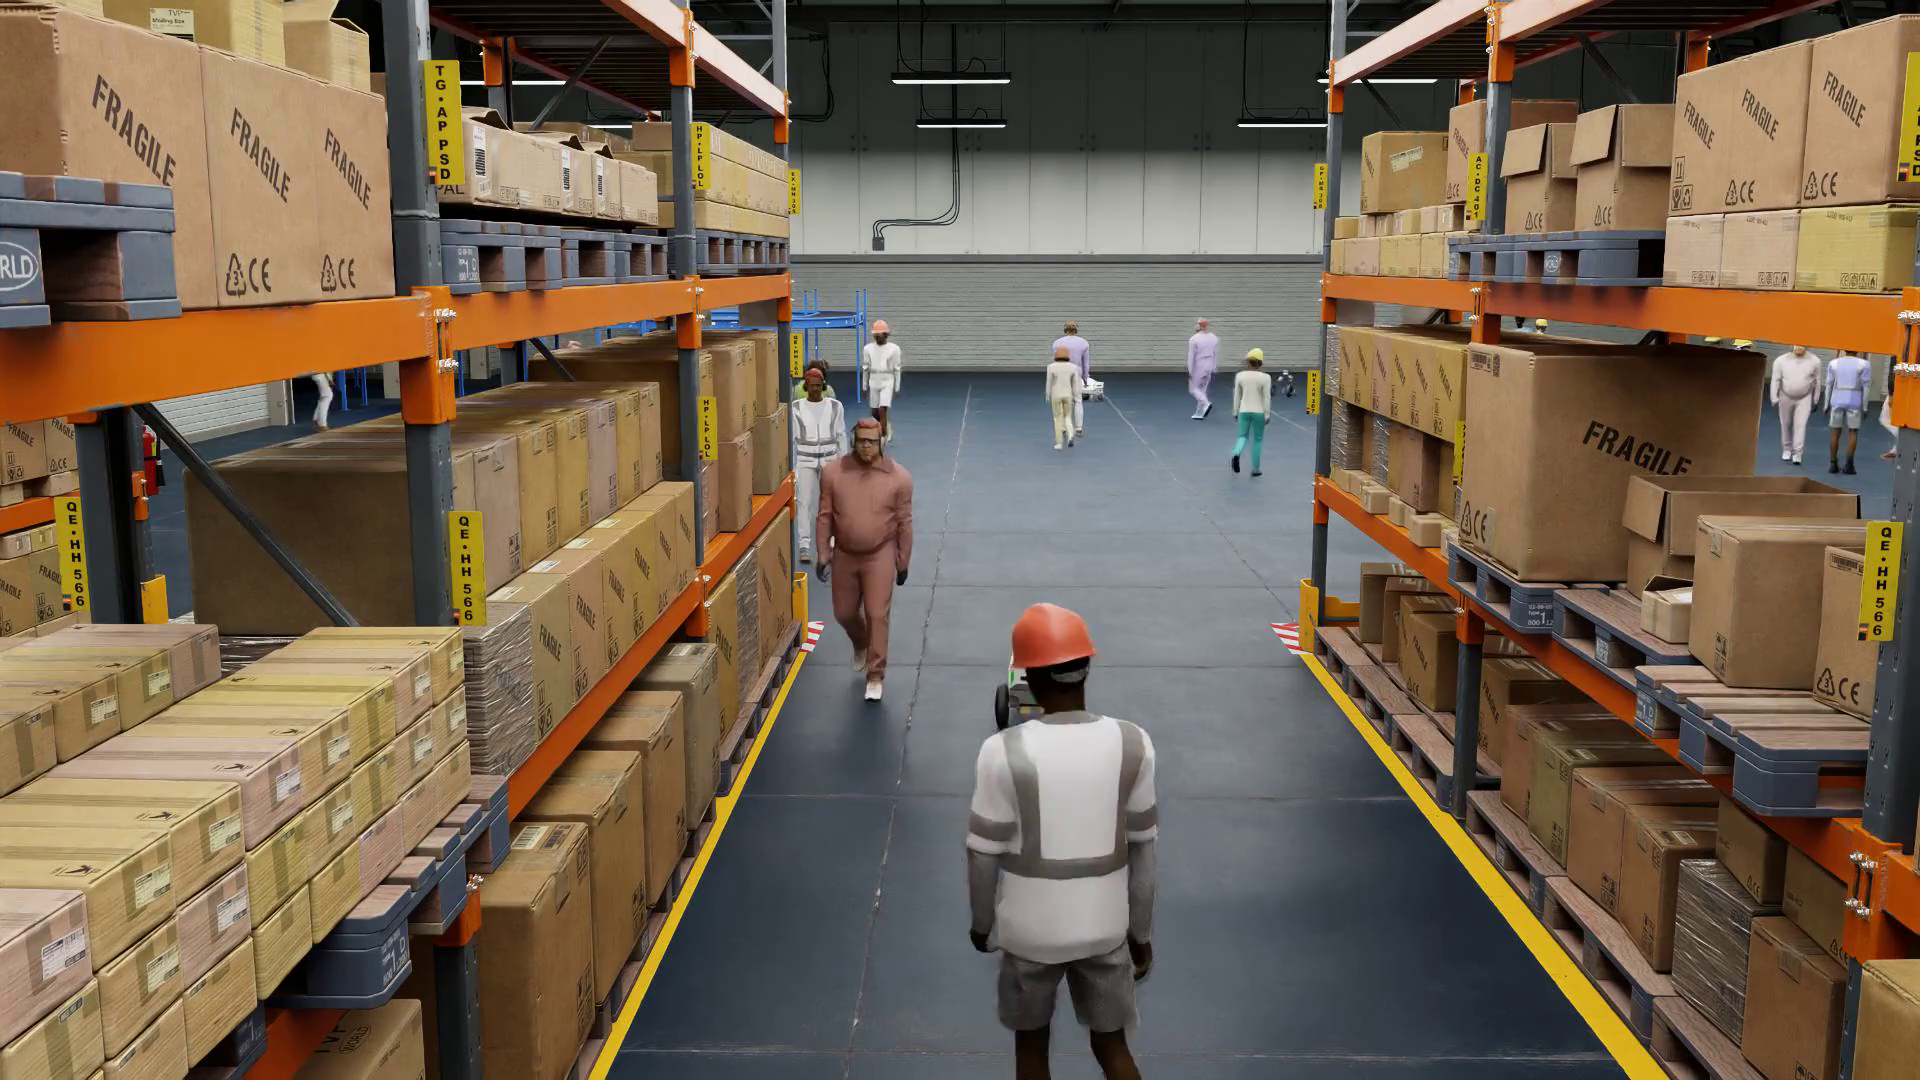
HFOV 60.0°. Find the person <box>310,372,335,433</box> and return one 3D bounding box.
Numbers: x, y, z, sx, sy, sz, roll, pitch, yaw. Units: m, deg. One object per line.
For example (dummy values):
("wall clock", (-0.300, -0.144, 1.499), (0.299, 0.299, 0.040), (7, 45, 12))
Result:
("person", (-10.929, -2.781, 28.476), (0.402, 1.909, 0.709), (-5, 11, -29))

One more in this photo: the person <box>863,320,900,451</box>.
("person", (-1.206, -2.425, 25.943), (0.619, 2.021, 0.821), (3, 10, 19))

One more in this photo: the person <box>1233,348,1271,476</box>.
("person", (3.941, -1.730, 22.571), (0.531, 1.748, 0.604), (6, 11, 31))

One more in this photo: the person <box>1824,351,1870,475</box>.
("person", (12.253, -1.886, 22.979), (0.547, 1.942, 0.372), (8, 12, 40))

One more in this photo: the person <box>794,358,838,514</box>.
("person", (-1.687, -1.200, 19.239), (0.622, 1.816, 0.886), (7, 12, 37))

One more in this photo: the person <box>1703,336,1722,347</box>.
("person", (12.752, -2.646, 28.082), (0.662, 1.747, 0.532), (9, 13, 44))

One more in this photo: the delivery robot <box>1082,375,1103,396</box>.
("delivery robot", (2.668, -3.232, 34.981), (0.477, 0.478, 0.707), (-9, 13, -44))

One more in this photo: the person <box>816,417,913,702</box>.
("person", (-0.633, 0.095, 11.253), (0.652, 1.881, 0.733), (1, 10, 8))

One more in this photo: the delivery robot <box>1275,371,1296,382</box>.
("delivery robot", (7.118, -3.592, 36.371), (0.335, 0.223, 0.698), (6, 11, 33))

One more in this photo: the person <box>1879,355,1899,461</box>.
("person", (13.803, -2.142, 24.356), (0.614, 1.982, 0.515), (-5, 11, -26))

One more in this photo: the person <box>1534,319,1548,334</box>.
("person", (11.891, -3.679, 34.200), (0.330, 1.768, 0.526), (-5, 11, -26))

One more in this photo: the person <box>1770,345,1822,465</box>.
("person", (12.157, -2.052, 24.224), (0.651, 1.851, 1.016), (5, 11, 27))

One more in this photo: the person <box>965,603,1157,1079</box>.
("person", (0.304, 1.146, 4.923), (0.585, 1.895, 0.548), (-3, 10, -15))

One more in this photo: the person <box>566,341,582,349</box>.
("person", (-5.303, -1.753, 22.416), (0.717, 1.855, 0.993), (-2, 10, -14))

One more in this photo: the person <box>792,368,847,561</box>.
("person", (-1.398, -0.736, 16.231), (0.588, 1.881, 0.339), (-2, 10, -14))

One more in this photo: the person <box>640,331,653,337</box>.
("person", (-8.223, -5.414, 43.900), (0.539, 2.000, 0.689), (7, 12, 38))

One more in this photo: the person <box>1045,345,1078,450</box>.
("person", (1.569, -2.213, 25.869), (0.500, 1.621, 0.337), (-3, 10, -15))

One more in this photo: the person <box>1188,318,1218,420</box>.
("person", (4.480, -3.148, 30.667), (0.651, 1.887, 0.623), (-6, 11, -31))

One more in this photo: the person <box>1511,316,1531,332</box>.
("person", (13.202, -4.482, 39.259), (0.532, 1.677, 0.364), (9, 13, 43))

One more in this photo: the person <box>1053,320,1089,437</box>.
("person", (1.850, -2.709, 27.873), (0.638, 1.938, 0.357), (-2, 10, -11))

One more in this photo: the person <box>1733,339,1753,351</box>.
("person", (11.702, -2.167, 24.944), (0.591, 1.834, 0.404), (-5, 10, -25))

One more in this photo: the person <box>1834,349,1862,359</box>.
("person", (18.075, -3.562, 33.874), (0.515, 1.641, 0.314), (7, 12, 35))

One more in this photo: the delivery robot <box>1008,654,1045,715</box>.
("delivery robot", (0.495, 0.832, 10.651), (0.477, 0.478, 0.707), (1, 10, 5))
